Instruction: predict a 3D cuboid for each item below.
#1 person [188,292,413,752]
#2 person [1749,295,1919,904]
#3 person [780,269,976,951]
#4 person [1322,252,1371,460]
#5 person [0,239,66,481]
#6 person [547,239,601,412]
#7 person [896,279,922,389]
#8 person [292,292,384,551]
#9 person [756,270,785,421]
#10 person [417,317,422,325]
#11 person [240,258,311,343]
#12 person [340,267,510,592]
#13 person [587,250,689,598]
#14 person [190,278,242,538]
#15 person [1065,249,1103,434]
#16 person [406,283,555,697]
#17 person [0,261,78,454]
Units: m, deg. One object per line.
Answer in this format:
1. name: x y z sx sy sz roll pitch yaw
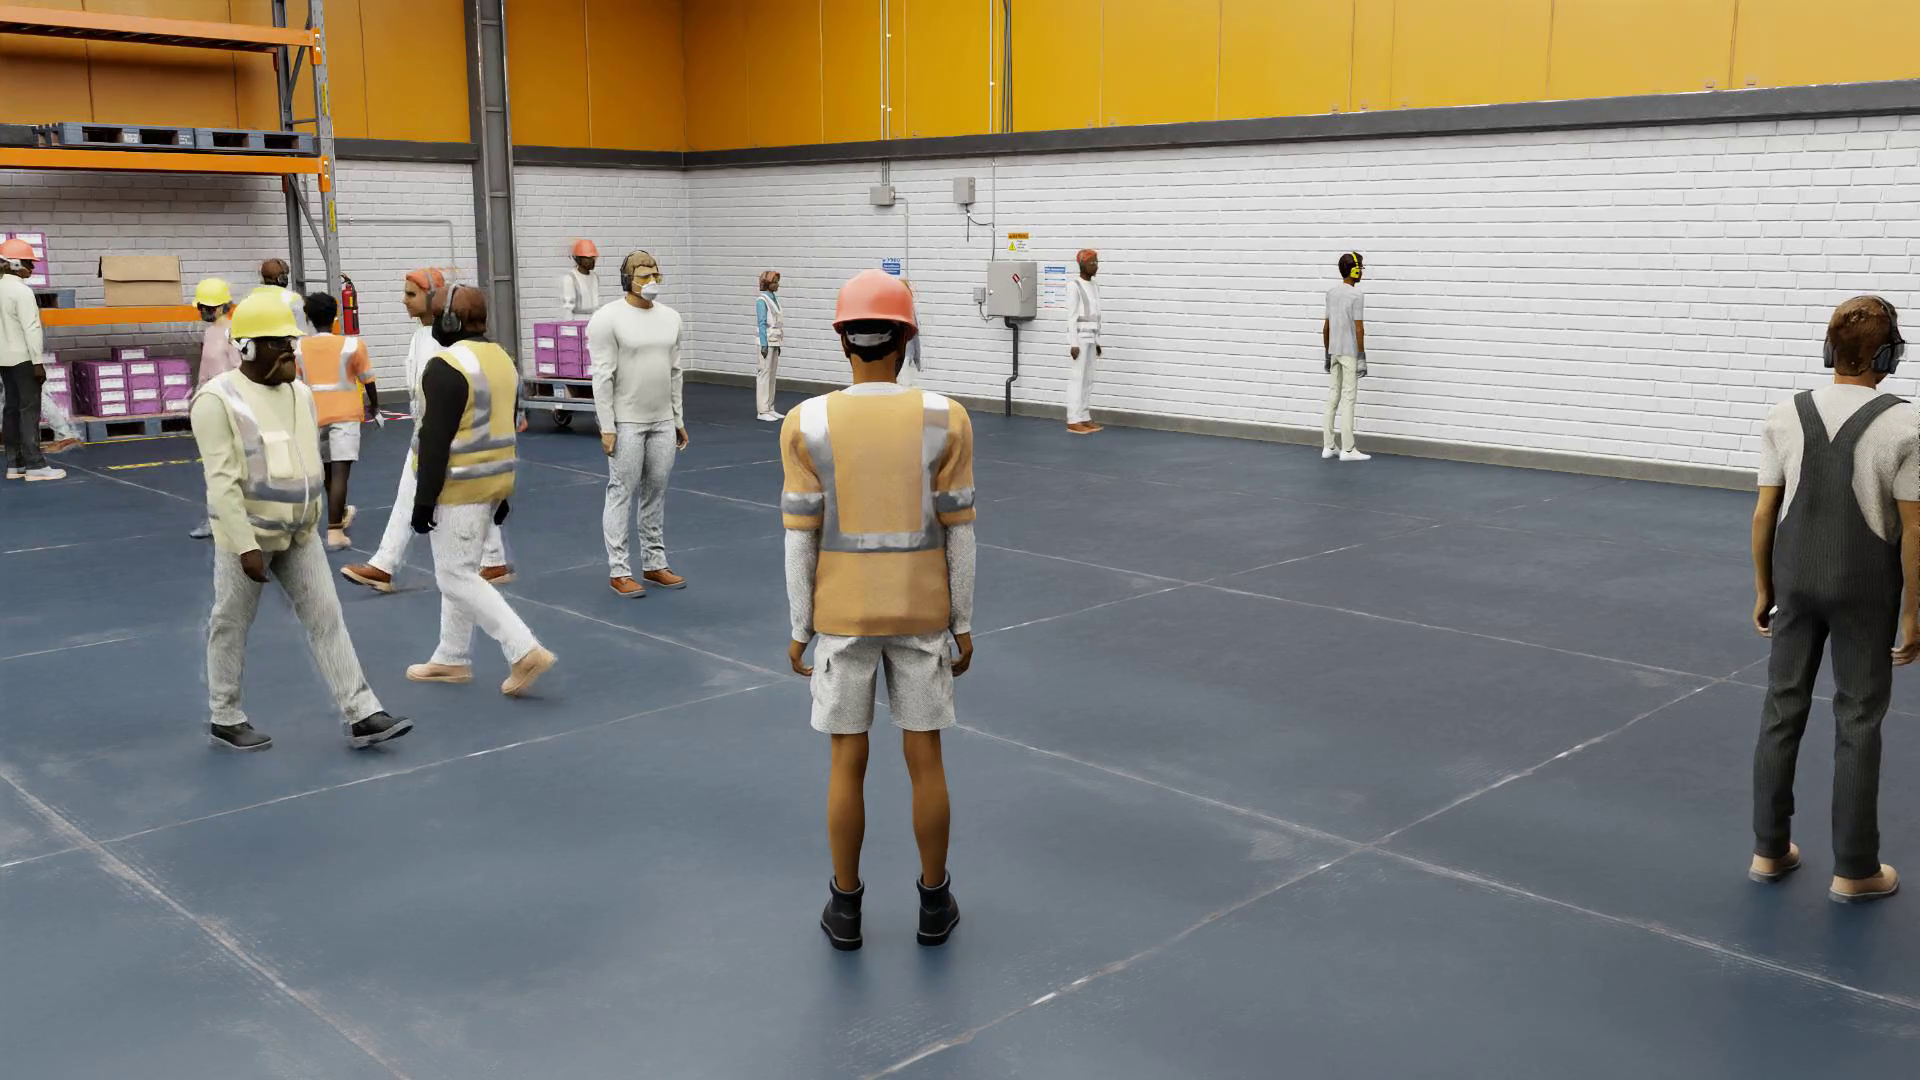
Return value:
1. person: -2.596 -0.038 6.394 0.901 1.795 0.587 4 11 23
2. person: 2.677 0.182 5.087 0.346 1.845 0.505 -9 14 -40
3. person: -0.227 0.209 4.717 0.543 1.927 0.375 -1 10 -4
4. person: 3.491 -1.656 15.039 0.332 1.874 0.520 -5 12 -26
5. person: -7.771 -1.489 13.794 0.623 1.990 0.393 7 13 34
6. person: -4.252 -2.341 18.474 1.051 1.992 0.621 6 12 30
7. person: -0.620 -1.812 16.665 0.850 1.582 0.507 5 12 27
8. person: -4.096 -0.795 10.926 0.548 1.644 0.900 0 10 -2
9. person: -2.089 -2.125 18.229 0.310 1.638 0.522 2 11 10
10. person: -5.402 -1.930 17.292 0.515 1.586 0.850 1 10 7
11. person: -5.980 -1.543 14.567 0.631 1.830 0.521 4 11 19
12. person: -3.013 -0.600 9.374 0.580 1.835 0.968 10 14 44
13. person: -1.797 -0.656 9.407 0.376 1.938 0.627 9 14 40
14. person: -4.992 -0.878 11.160 0.707 1.728 0.563 -8 13 -37
15. person: 1.276 -2.040 17.090 0.338 1.883 0.583 6 12 29
16. person: -2.155 -0.214 7.322 0.760 1.819 0.637 1 10 7
17. person: -8.688 -1.687 15.192 1.057 1.887 0.645 -10 14 -44
